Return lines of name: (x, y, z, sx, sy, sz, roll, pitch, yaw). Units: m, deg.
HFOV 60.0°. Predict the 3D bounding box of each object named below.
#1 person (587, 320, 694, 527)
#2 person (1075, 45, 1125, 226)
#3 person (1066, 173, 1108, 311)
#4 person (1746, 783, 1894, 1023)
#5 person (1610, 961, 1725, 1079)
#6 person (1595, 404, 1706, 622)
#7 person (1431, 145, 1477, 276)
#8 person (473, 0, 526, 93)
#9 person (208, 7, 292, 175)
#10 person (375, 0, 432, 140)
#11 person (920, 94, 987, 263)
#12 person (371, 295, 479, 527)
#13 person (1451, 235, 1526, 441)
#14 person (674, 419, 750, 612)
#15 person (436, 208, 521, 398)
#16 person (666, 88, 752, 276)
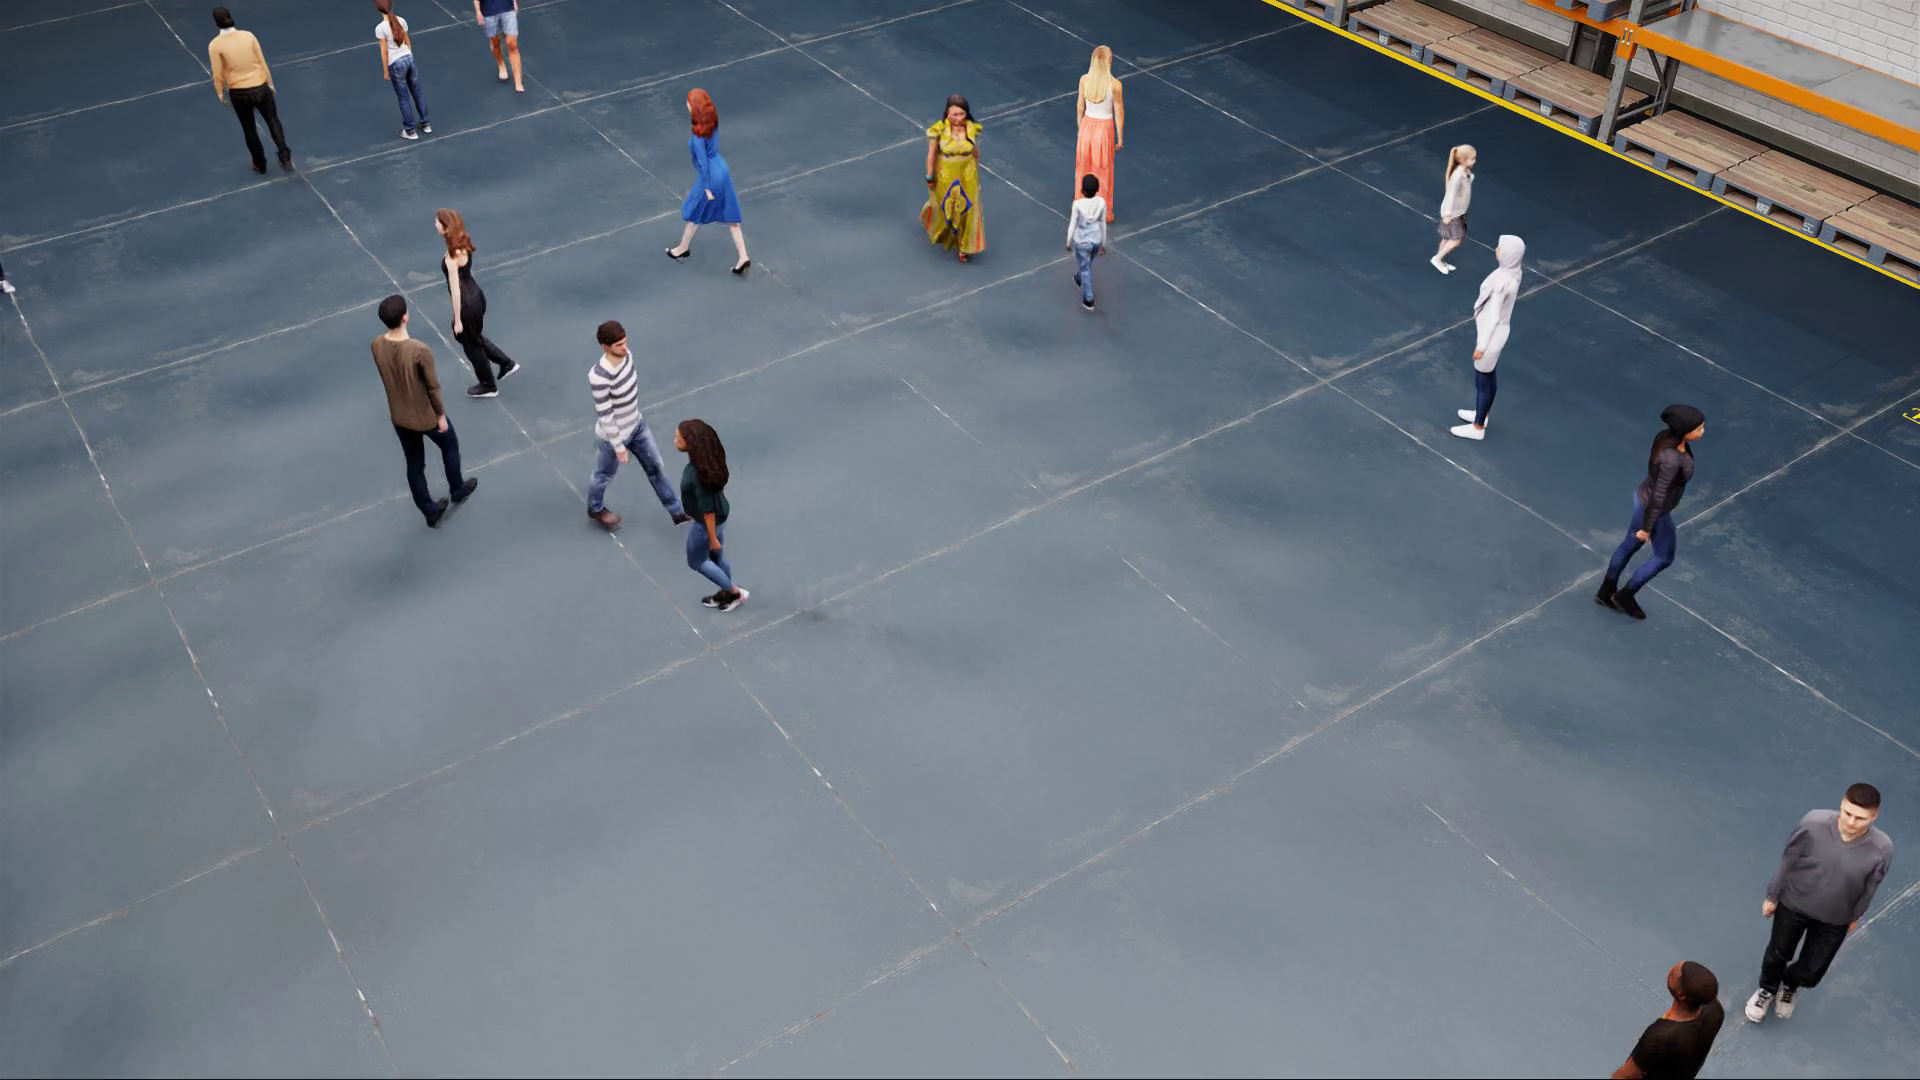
person: (-2.580, -0.816, 12.180, 1.272, 1.796, 1.091, 13, 41, 16)
person: (1.318, -3.883, 16.015, 0.657, 1.802, 0.782, 20, 43, 23)
person: (1.154, -2.666, 14.944, 0.660, 1.237, 0.922, -10, 40, -13)
person: (4.555, 1.893, 8.824, 0.682, 1.750, 0.783, 22, 44, 26)
person: (3.316, 2.660, 7.829, 0.646, 1.794, 0.608, -25, 45, -28)
person: (4.681, -0.218, 11.480, 0.811, 1.735, 0.764, 11, 40, 13)
person: (4.534, -3.076, 15.433, 0.640, 1.267, 0.603, 22, 44, 25)
person: (-5.205, -5.966, 18.629, 0.858, 1.795, 1.225, -12, 40, -14)
person: (-7.211, -4.538, 16.879, 0.696, 1.748, 0.627, -22, 44, -25)
person: (-5.941, -5.051, 17.669, 0.600, 1.563, 0.597, 27, 46, 30)
person: (-0.067, -3.441, 15.589, 0.861, 1.642, 1.000, -13, 40, -15)
person: (-4.028, -0.890, 12.213, 0.904, 1.869, 0.958, 8, 39, 10)
person: (4.220, -1.602, 13.181, 0.687, 1.775, 0.696, 19, 42, 22)
person: (-1.649, -0.143, 11.491, 0.790, 1.603, 0.729, 2, 39, 3)
person: (-3.929, -1.916, 13.605, 0.814, 1.737, 0.782, -3, 39, -4)
person: (-2.181, -3.213, 15.191, 1.185, 1.783, 0.993, 15, 41, 18)
